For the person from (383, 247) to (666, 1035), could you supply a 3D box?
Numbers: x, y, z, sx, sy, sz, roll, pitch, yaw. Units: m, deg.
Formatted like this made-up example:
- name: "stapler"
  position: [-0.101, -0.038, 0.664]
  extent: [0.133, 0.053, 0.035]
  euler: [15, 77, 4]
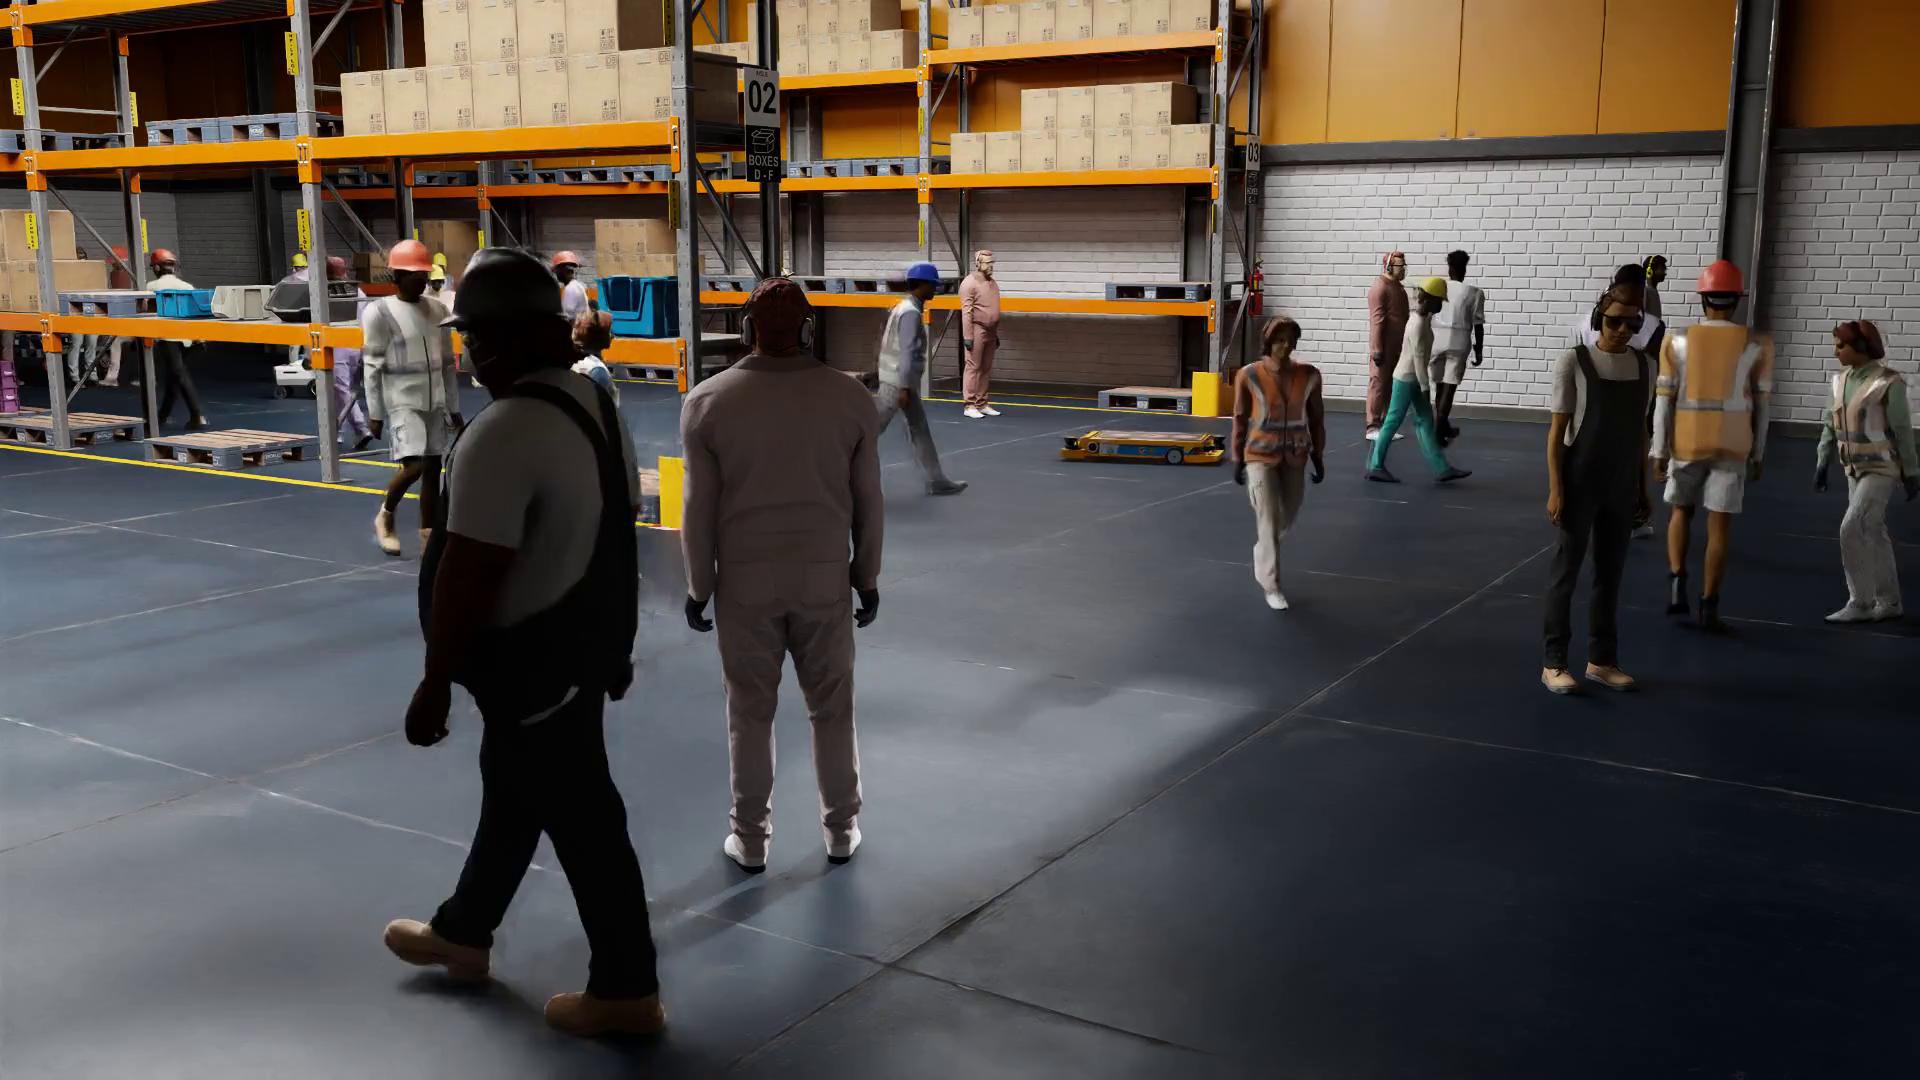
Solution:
- name: "person"
  position: [-1.186, 0.252, 4.236]
  extent: [0.955, 2.000, 0.703]
  euler: [1, 10, 8]

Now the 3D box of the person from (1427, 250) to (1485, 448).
- name: "person"
  position: [4.865, -1.878, 16.385]
  extent: [0.615, 1.915, 0.882]
  euler: [8, 13, 39]

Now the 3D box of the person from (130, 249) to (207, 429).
- name: "person"
  position: [-8.519, -2.168, 17.996]
  extent: [1.092, 1.932, 0.609]
  euler: [5, 11, 24]

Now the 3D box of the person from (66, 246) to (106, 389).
- name: "person"
  position: [-11.997, -3.034, 22.722]
  extent: [0.356, 1.938, 0.633]
  euler: [5, 11, 27]

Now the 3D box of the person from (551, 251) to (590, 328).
- name: "person"
  position: [-4.055, -2.022, 17.208]
  extent: [0.661, 1.900, 0.585]
  euler: [-3, 11, -15]

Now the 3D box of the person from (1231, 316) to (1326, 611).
- name: "person"
  position: [1.767, -0.462, 9.371]
  extent: [0.515, 1.613, 0.756]
  euler: [-2, 10, -9]

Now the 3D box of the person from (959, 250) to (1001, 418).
- name: "person"
  position: [0.267, -2.354, 19.049]
  extent: [0.399, 1.908, 0.643]
  euler: [7, 12, 33]

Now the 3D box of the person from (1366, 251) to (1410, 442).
- name: "person"
  position: [4.341, -1.946, 16.789]
  extent: [0.399, 1.908, 0.643]
  euler: [7, 12, 33]

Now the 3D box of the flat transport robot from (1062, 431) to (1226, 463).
- name: "flat transport robot"
  position: [1.705, -0.871, 15.360]
  extent: [1.431, 0.197, 0.652]
  euler: [3, 11, 15]

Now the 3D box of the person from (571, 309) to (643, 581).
- name: "person"
  position: [-2.019, -0.512, 9.601]
  extent: [0.560, 1.620, 0.541]
  euler: [-4, 11, -19]

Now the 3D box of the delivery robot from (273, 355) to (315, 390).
- name: "delivery robot"
  position: [-8.386, -2.128, 21.281]
  extent: [0.707, 0.478, 0.477]
  euler: [0, 10, -1]

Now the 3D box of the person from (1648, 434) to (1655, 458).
- name: "person"
  position: [6.237, -1.535, 15.365]
  extent: [0.682, 1.602, 0.507]
  euler: [5, 11, 26]

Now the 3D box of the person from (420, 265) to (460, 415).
- name: "person"
  position: [-6.093, -2.354, 19.506]
  extent: [0.558, 1.735, 0.684]
  euler: [-5, 11, -26]

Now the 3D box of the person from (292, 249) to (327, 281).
- name: "person"
  position: [-8.265, -2.826, 21.437]
  extent: [0.633, 1.992, 1.053]
  euler: [-5, 11, -24]

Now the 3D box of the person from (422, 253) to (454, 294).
- name: "person"
  position: [-7.807, -3.390, 25.010]
  extent: [0.404, 1.825, 0.592]
  euler: [7, 12, 33]

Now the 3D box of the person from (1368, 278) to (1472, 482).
- name: "person"
  position: [3.825, -1.305, 13.759]
  extent: [0.902, 1.704, 0.540]
  euler: [5, 11, 24]

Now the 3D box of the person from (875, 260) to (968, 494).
- name: "person"
  position: [-0.507, -1.244, 13.042]
  extent: [1.086, 1.875, 0.658]
  euler: [0, 10, -1]

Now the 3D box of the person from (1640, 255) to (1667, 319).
- name: "person"
  position: [7.075, -1.990, 17.130]
  extent: [0.329, 1.871, 0.513]
  euler: [7, 12, 33]

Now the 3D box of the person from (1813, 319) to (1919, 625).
- name: "person"
  position: [4.757, -0.344, 8.720]
  extent: [0.614, 1.608, 0.532]
  euler: [-1, 10, -3]

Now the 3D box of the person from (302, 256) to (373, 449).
- name: "person"
  position: [-6.039, -1.830, 16.253]
  extent: [0.959, 1.870, 0.633]
  euler: [6, 12, 29]

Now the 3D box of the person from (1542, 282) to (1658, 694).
- name: "person"
  position: [2.867, -0.226, 7.446]
  extent: [0.506, 1.839, 0.343]
  euler: [-2, 10, -11]

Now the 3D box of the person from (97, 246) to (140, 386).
- name: "person"
  position: [-11.540, -3.060, 22.866]
  extent: [0.689, 1.934, 0.876]
  euler: [5, 12, 28]

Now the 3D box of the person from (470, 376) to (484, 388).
- name: "person"
  position: [-6.571, -2.942, 22.884]
  extent: [0.321, 1.696, 0.537]
  euler: [7, 12, 33]

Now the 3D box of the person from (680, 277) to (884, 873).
- name: "person"
  position: [-0.572, 0.116, 5.363]
  extent: [0.650, 1.906, 0.401]
  euler: [-2, 11, -13]

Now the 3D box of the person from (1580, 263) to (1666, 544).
- name: "person"
  position: [4.376, -0.902, 11.109]
  extent: [0.978, 1.877, 0.603]
  euler: [-9, 14, -41]

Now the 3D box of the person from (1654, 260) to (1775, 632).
- name: "person"
  position: [3.902, -0.484, 8.657]
  extent: [0.545, 1.921, 0.484]
  euler: [6, 12, 31]

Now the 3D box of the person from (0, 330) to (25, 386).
- name: "person"
  position: [-13.272, -3.109, 22.990]
  extent: [0.392, 1.991, 0.613]
  euler: [5, 11, 24]

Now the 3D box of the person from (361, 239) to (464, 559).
- name: "person"
  position: [-3.412, -0.852, 10.400]
  extent: [0.473, 2.031, 0.608]
  euler: [7, 12, 33]

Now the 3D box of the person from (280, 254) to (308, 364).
- name: "person"
  position: [-9.184, -3.075, 23.246]
  extent: [0.404, 1.833, 0.592]
  euler: [7, 12, 33]
